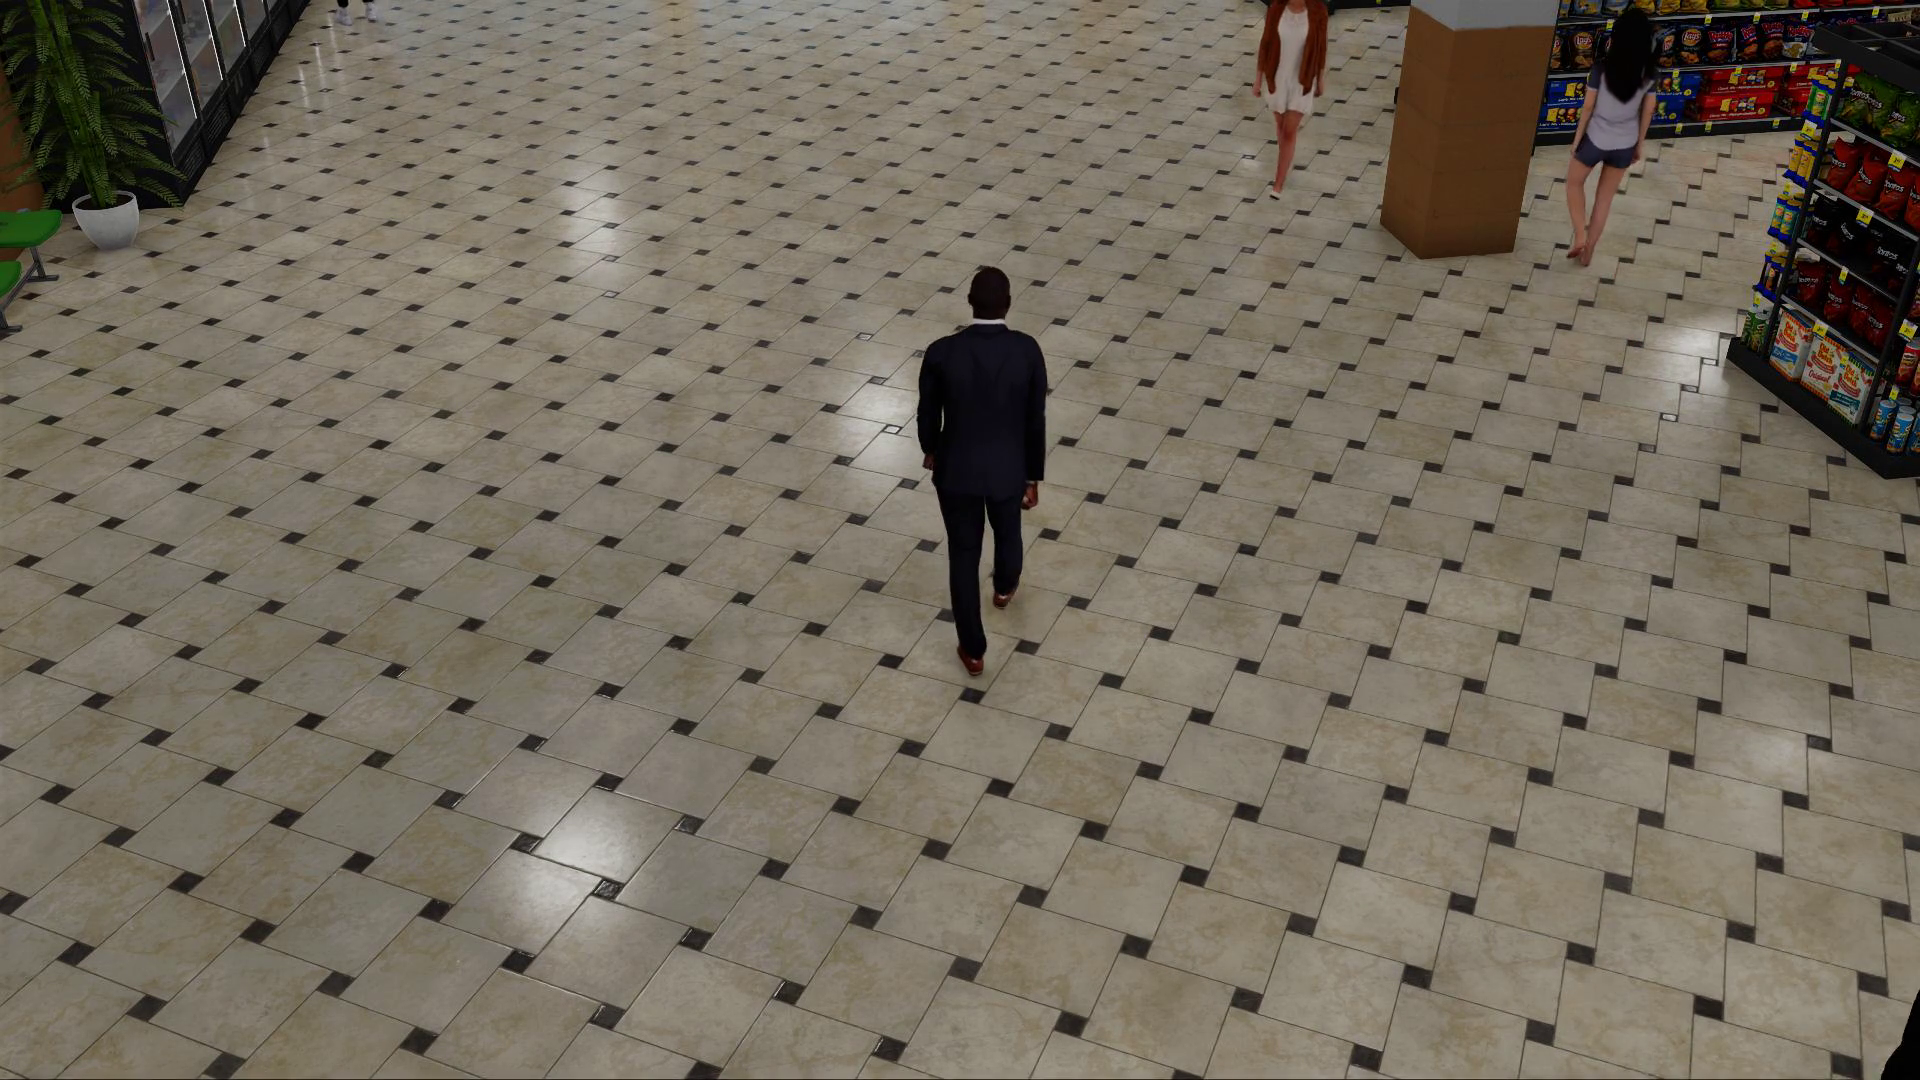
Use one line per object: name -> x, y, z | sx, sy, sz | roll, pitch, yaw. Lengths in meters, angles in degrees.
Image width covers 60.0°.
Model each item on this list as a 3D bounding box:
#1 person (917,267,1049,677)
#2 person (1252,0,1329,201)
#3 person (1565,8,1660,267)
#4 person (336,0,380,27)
person -> 0.095, -0.229, 7.011 | 0.986, 1.795, 0.850 | -1, 32, -1
person -> 2.430, -3.384, 12.195 | 1.150, 1.675, 1.073 | 12, 34, 18
person -> 4.249, -2.574, 10.876 | 0.688, 1.692, 0.772 | 4, 32, 6
person -> -6.049, -5.943, 16.173 | 0.717, 1.817, 0.841 | -20, 37, -29
